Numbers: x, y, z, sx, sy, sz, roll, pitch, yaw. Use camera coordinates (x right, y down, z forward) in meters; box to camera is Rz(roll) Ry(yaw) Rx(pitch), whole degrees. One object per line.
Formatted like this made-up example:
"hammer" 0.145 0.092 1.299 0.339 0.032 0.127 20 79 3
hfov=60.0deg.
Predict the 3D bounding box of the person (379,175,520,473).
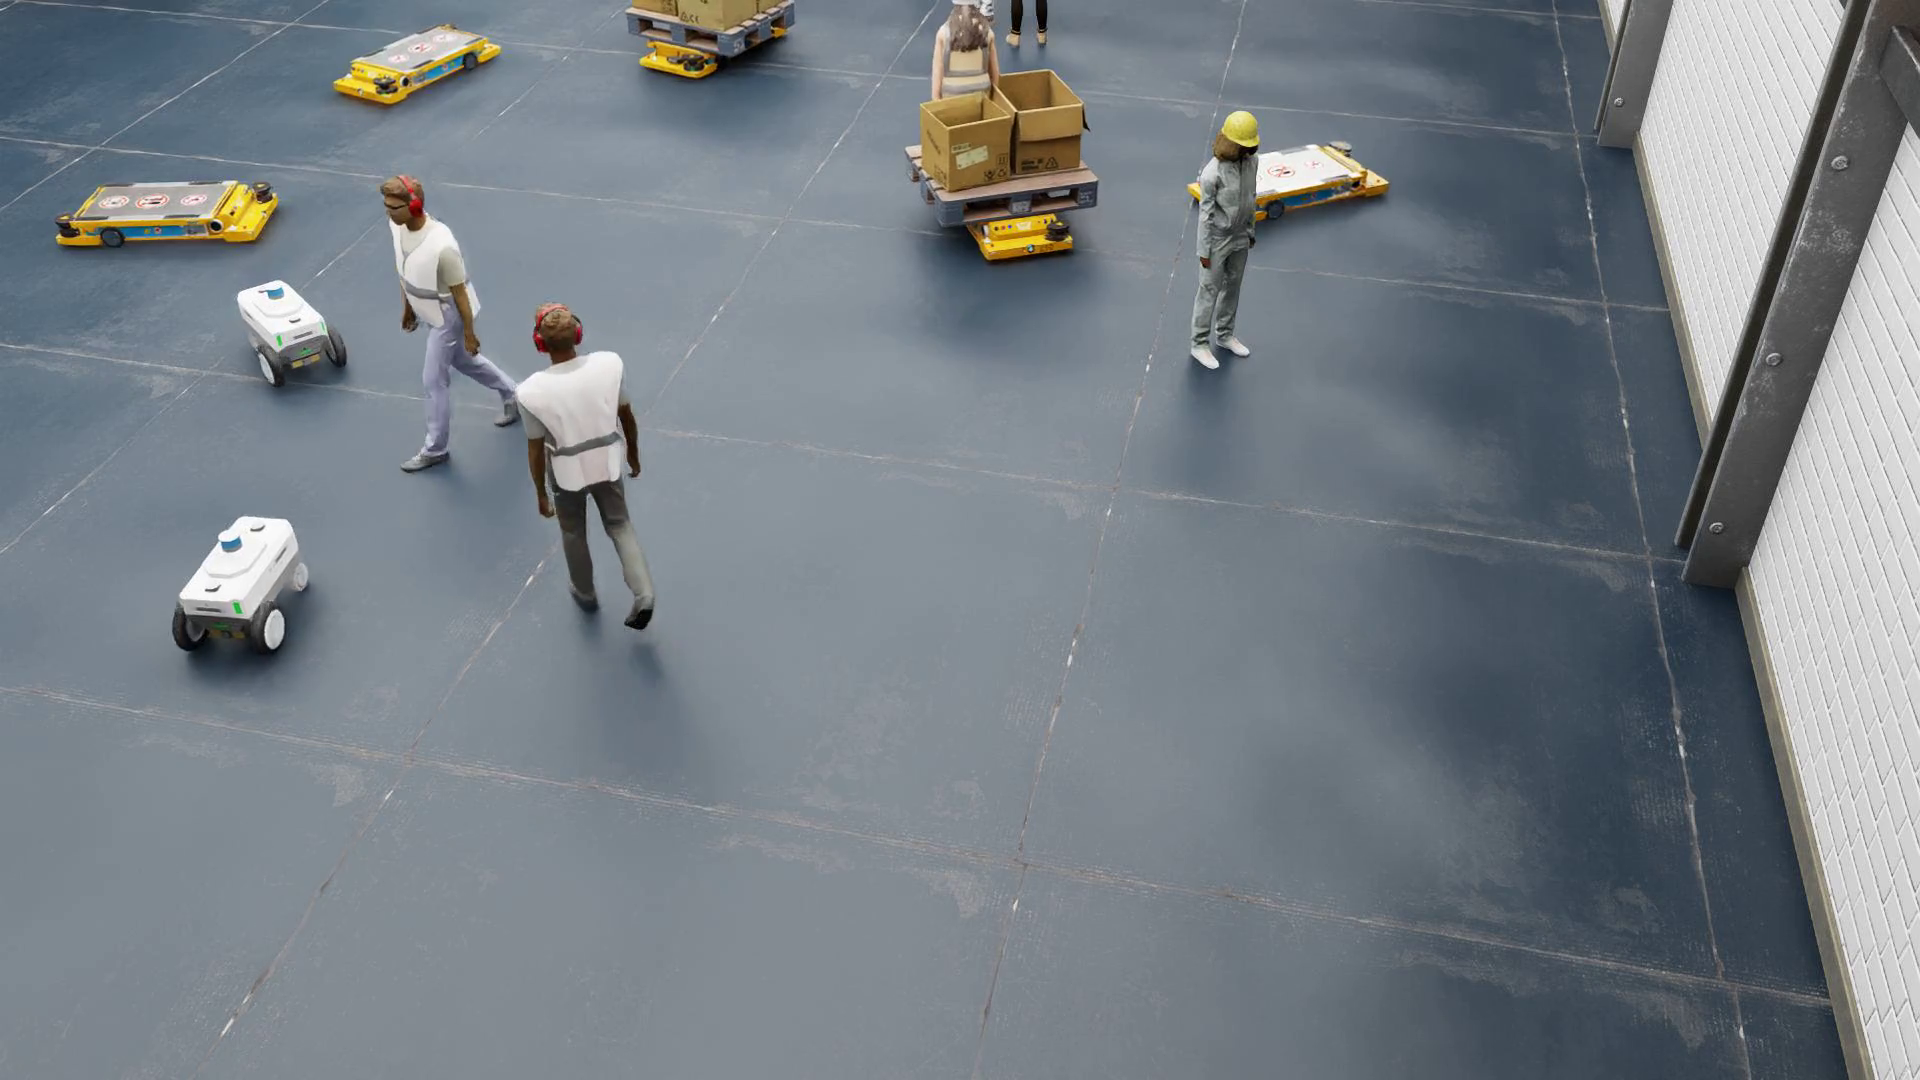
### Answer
"person" -2.992 -1.326 9.720 0.919 1.803 0.566 -27 44 -31

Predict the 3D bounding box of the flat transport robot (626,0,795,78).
"flat transport robot" -2.274 -4.639 15.427 0.659 0.231 1.431 19 41 24

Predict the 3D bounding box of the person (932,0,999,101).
"person" 0.031 -3.396 12.566 0.511 1.696 0.761 -4 37 -5

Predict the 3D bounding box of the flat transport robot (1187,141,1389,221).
"flat transport robot" 2.558 -2.782 12.942 1.431 0.231 0.659 -15 39 -19

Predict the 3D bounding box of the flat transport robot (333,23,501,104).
"flat transport robot" -4.872 -4.296 14.967 0.659 0.231 1.431 19 41 23

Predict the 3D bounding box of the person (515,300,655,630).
"person" -1.842 -0.320 8.352 0.588 1.815 0.706 -21 41 -25

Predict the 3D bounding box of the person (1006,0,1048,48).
"person" 0.619 -5.353 15.191 0.529 1.693 0.321 -6 37 -8

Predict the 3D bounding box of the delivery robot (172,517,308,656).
"delivery robot" -3.744 0.209 8.694 0.499 0.587 0.769 4 37 5

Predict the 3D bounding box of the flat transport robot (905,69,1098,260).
"flat transport robot" 0.312 -2.551 12.632 0.659 0.231 1.431 -10 38 -14

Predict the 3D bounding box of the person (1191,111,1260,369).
"person" 1.698 -1.899 10.540 0.486 1.728 0.319 -28 45 -32

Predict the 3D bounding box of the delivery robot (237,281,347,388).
"delivery robot" -4.381 -1.369 10.828 0.499 0.614 0.791 -27 44 -31

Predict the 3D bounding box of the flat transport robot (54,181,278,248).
"flat transport robot" -5.952 -2.451 12.498 1.431 0.231 0.659 -2 37 -3

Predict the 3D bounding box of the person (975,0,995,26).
"person" 0.155 -5.782 15.608 0.345 1.882 0.583 -17 40 -21
